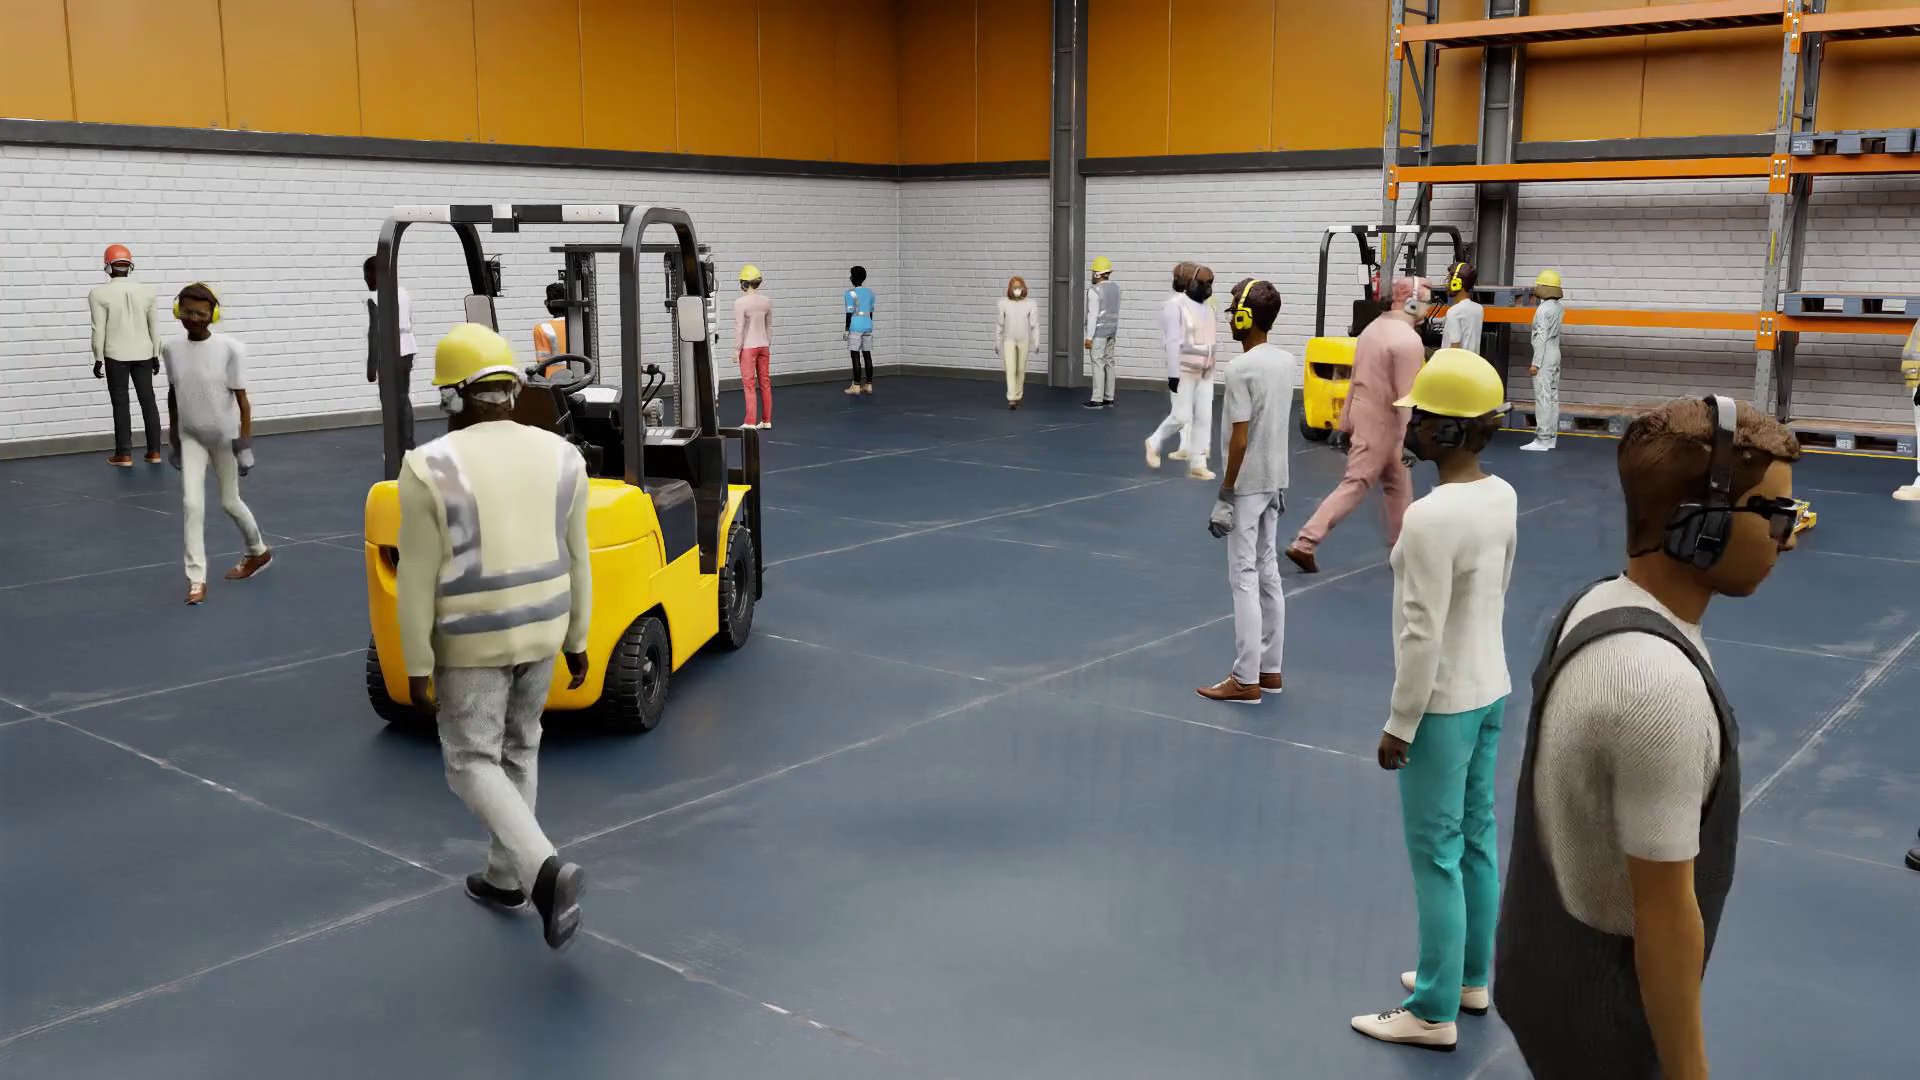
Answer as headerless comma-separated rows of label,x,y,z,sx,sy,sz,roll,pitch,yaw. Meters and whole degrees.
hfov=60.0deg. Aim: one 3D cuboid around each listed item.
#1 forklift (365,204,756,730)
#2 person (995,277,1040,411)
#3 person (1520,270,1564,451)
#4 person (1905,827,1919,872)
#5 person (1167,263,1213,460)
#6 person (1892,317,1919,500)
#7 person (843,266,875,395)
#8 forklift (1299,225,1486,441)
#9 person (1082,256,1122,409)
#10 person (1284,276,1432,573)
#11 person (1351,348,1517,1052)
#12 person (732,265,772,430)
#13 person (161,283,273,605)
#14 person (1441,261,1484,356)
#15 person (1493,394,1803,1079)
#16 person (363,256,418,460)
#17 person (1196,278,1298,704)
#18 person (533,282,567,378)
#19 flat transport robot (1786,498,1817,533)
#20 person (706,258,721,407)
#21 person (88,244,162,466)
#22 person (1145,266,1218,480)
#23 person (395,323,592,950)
forklift,-1.766,-0.406,7.525,1.214,2.155,2.313,1,10,7
person,0.693,-2.351,19.953,0.522,1.581,0.843,-1,10,-3
person,5.674,-1.741,16.164,0.287,1.746,0.488,8,13,38
person,3.304,0.124,5.286,0.351,1.942,0.547,8,13,38
person,2.127,-1.651,15.476,0.436,1.826,0.641,7,12,34
person,7.612,-1.226,13.046,0.429,1.844,0.626,8,13,38
person,-1.340,-2.774,22.024,0.318,1.696,0.537,8,13,38
forklift,4.449,-2.115,16.993,1.214,2.155,2.313,8,13,38
person,1.703,-2.504,20.141,0.404,1.836,0.594,8,13,38
person,2.478,-0.679,10.074,1.022,1.836,0.650,-1,10,-3
person,1.219,0.404,4.212,0.305,1.772,0.527,8,13,38
person,-2.215,-2.037,17.737,0.305,1.772,0.527,8,13,38
person,-4.337,-0.586,9.627,0.566,1.810,0.926,0,10,-2
person,3.818,-1.197,12.807,0.326,1.871,0.520,8,13,38
person,0.934,0.697,2.430,0.454,1.826,0.504,3,11,17
person,-5.234,-1.681,15.477,0.488,1.888,0.657,2,10,12
person,1.275,-0.212,7.346,0.326,1.871,0.520,8,13,38
person,-3.183,-1.206,13.327,0.318,1.700,0.537,8,13,38
flat transport robot,5.356,-0.143,11.397,0.652,0.197,1.431,8,13,38
person,-3.149,-2.541,20.210,0.353,1.884,0.577,8,13,38
person,-7.556,-1.670,15.081,0.381,1.994,0.614,8,13,38
person,1.930,-1.427,14.227,0.634,1.818,0.628,-8,13,-39
person,-1.300,0.284,4.783,0.722,1.804,0.599,10,14,44
